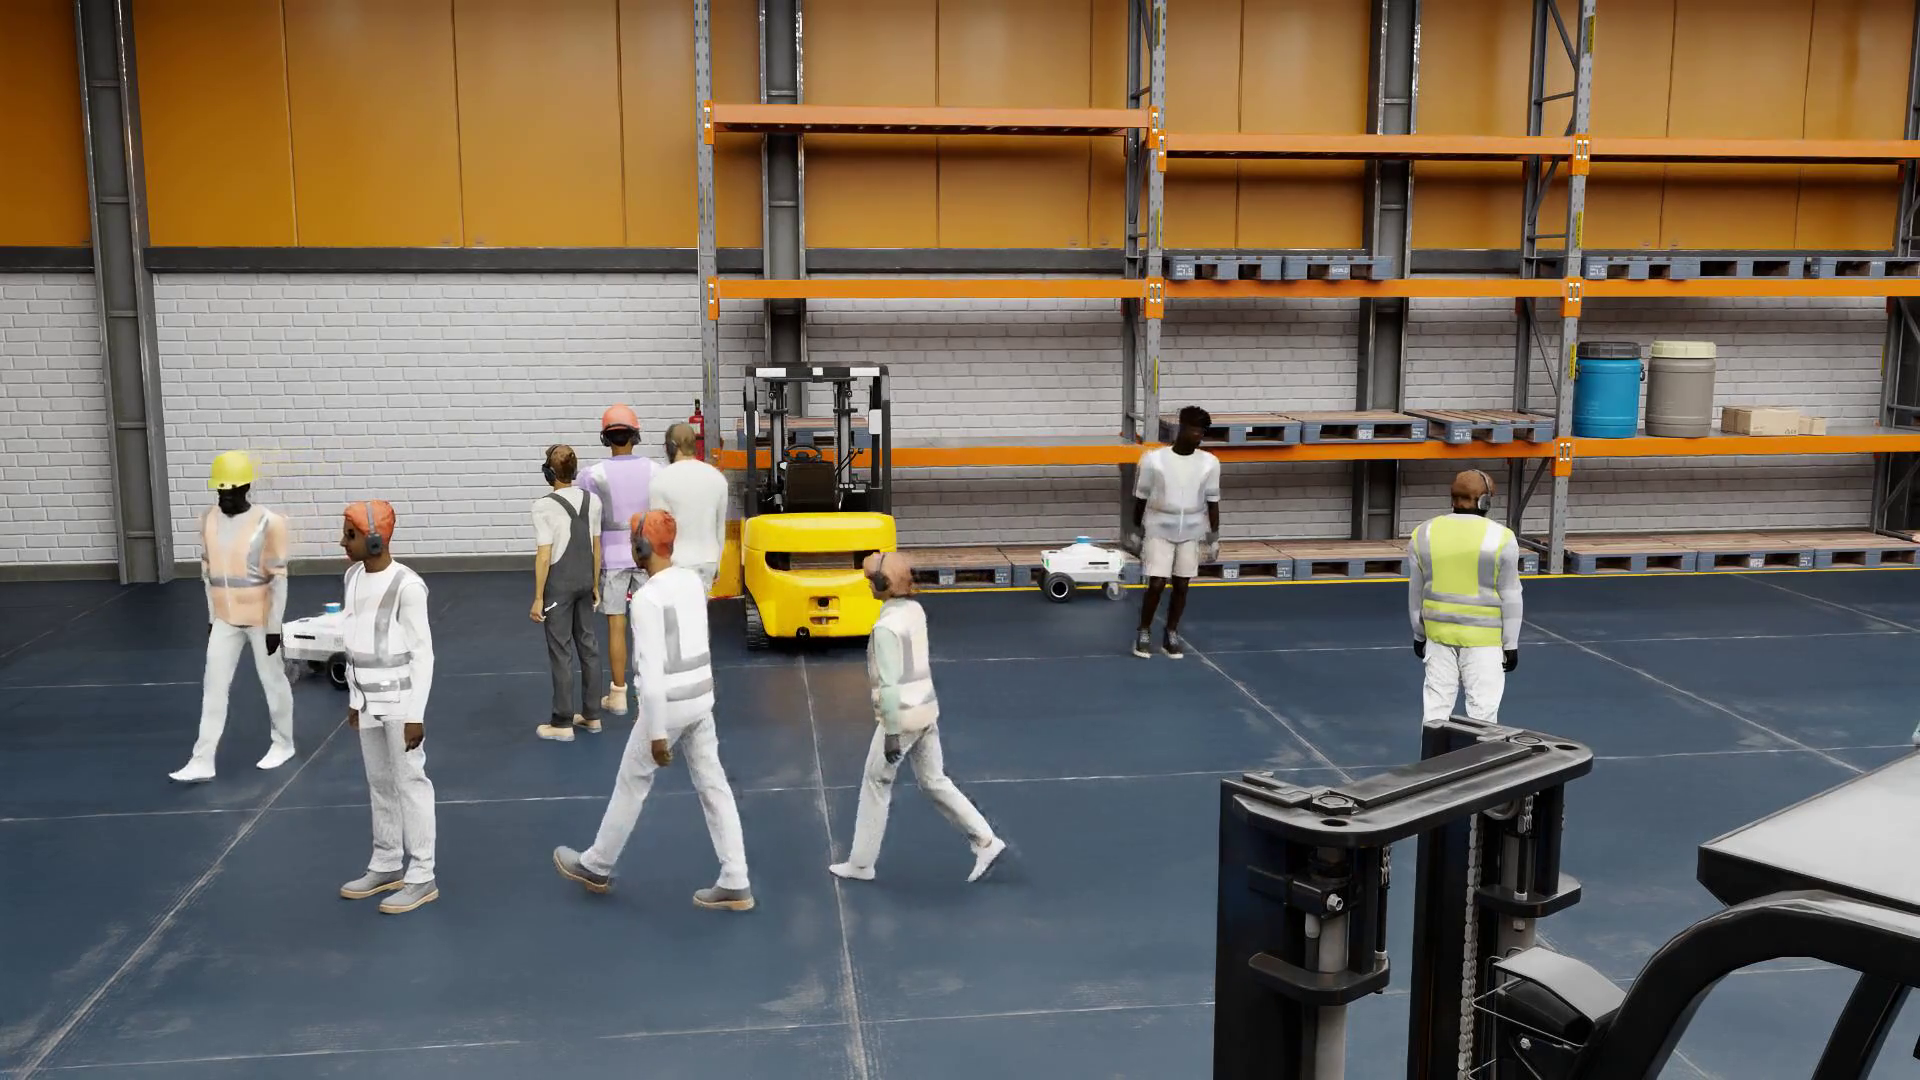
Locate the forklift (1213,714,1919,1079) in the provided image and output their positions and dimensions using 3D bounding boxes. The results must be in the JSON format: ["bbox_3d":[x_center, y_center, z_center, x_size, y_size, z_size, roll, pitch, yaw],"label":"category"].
[{"bbox_3d":[1.441,1.425,2.350,1.214,2.155,2.313,-7,12,-39],"label":"forklift"}]

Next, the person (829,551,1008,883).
[{"bbox_3d":[-0.198,0.846,7.820,0.809,1.598,0.555,3,10,19],"label":"person"}]

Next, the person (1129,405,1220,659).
[{"bbox_3d":[1.617,-0.051,12.387,0.630,1.923,0.516,-1,9,-8],"label":"person"}]

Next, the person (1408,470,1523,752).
[{"bbox_3d":[2.745,0.534,9.028,0.622,1.838,0.429,7,12,39],"label":"person"}]

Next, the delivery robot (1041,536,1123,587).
[{"bbox_3d":[1.084,0.209,14.750,0.707,0.478,0.477,-1,9,-4],"label":"delivery robot"}]

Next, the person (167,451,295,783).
[{"bbox_3d":[-4.122,0.445,9.419,0.595,1.882,0.924,2,9,14],"label":"person"}]

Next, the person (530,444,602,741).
[{"bbox_3d":[-2.442,0.321,10.324,0.341,1.845,0.511,7,11,36],"label":"person"}]

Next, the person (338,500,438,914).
[{"bbox_3d":[-2.604,0.747,7.556,0.574,1.881,0.358,8,12,40],"label":"person"}]

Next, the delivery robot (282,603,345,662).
[{"bbox_3d":[-4.416,0.690,11.748,0.707,0.478,0.477,3,10,19],"label":"delivery robot"}]

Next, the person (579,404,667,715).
[{"bbox_3d":[-2.197,0.128,10.937,0.605,2.036,0.394,-5,10,-27],"label":"person"}]

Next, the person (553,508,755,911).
[{"bbox_3d":[-1.378,0.765,7.581,1.023,1.825,0.574,4,10,25],"label":"person"}]

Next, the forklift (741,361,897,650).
[{"bbox_3d":[-1.154,-0.340,13.365,1.214,2.155,2.313,-1,9,-7],"label":"forklift"}]

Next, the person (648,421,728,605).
[{"bbox_3d":[-1.788,0.177,11.047,0.647,1.913,0.513,-8,12,-42],"label":"person"}]

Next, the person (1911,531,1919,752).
[{"bbox_3d":[4.874,0.722,7.877,1.107,1.857,0.529,0,9,1],"label":"person"}]
